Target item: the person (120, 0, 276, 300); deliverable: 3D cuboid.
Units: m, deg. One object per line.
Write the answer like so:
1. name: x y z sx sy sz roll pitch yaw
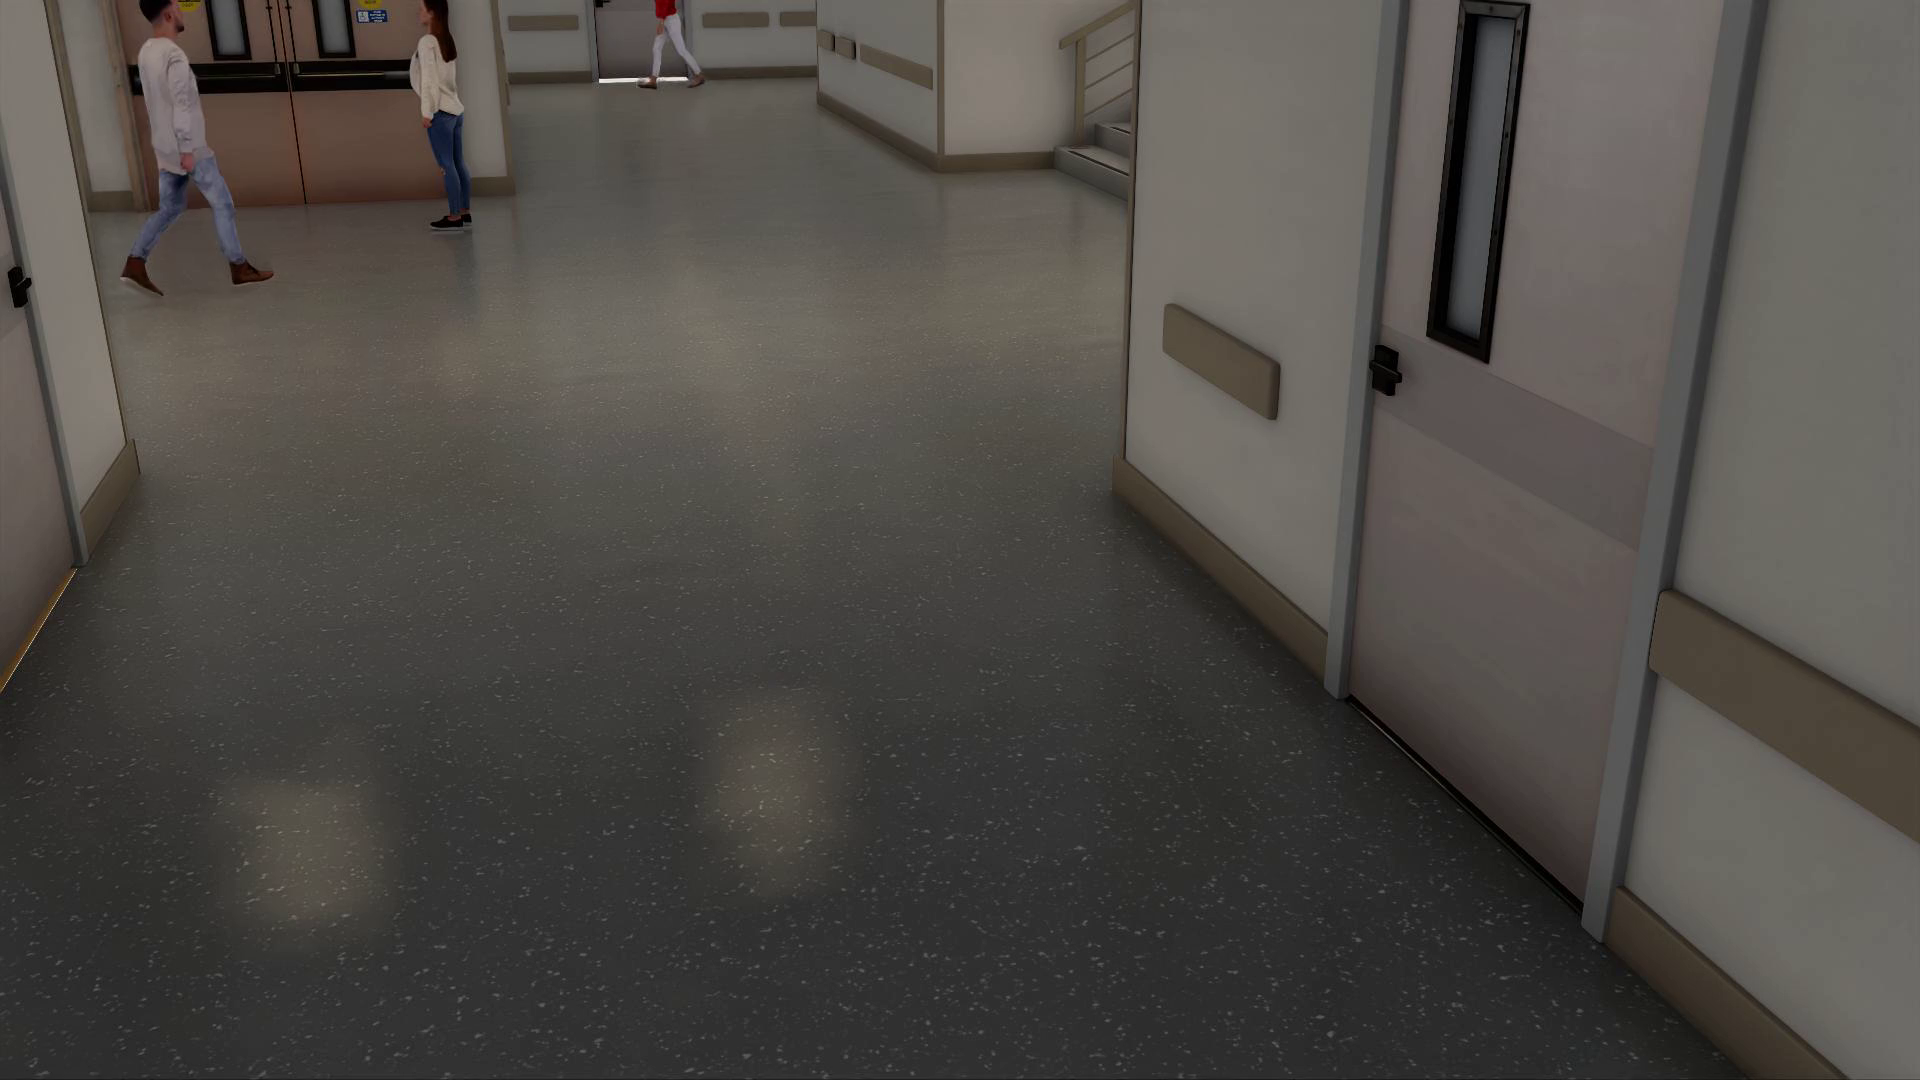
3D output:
1. person: -4.774 -2.344 10.017 1.130 1.805 1.294 16 26 36

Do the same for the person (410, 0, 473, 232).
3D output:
1. person: -3.840 -3.168 12.357 0.674 1.689 0.690 2 21 6

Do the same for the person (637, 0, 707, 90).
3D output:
1. person: -3.728 -6.751 21.872 1.142 1.651 0.615 -7 22 -18
